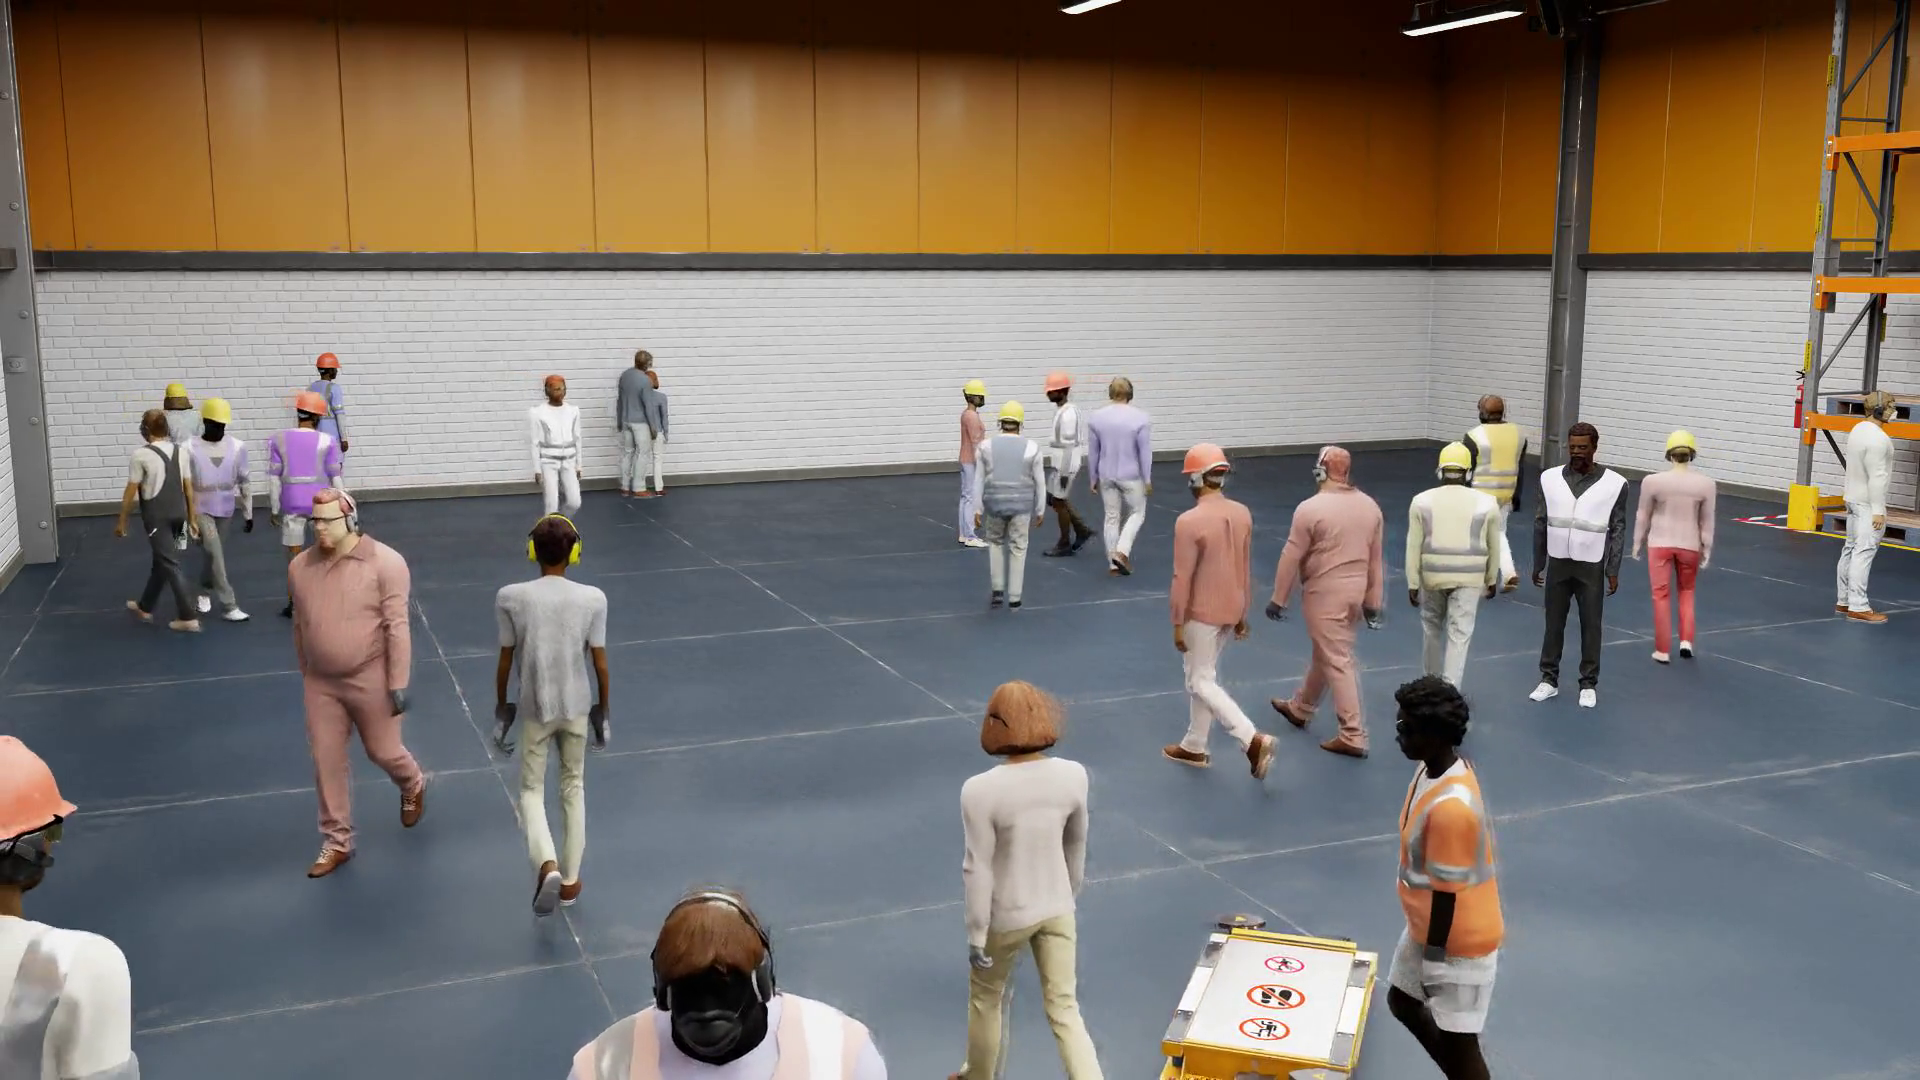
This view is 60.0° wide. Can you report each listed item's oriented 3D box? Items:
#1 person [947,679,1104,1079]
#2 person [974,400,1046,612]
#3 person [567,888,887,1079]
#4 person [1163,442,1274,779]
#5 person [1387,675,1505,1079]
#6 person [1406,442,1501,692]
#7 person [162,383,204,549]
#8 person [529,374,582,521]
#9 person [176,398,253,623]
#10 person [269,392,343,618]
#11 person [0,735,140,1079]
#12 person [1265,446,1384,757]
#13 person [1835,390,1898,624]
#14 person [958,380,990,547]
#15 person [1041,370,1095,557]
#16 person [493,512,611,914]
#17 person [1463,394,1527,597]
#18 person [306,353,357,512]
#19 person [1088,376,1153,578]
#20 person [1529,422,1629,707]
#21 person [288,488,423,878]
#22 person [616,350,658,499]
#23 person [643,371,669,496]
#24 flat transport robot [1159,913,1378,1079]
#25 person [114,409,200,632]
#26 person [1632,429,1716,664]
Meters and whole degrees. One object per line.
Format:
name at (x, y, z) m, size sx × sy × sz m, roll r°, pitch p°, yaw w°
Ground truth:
person at (0.248, 1.262, 5.569) m, size 0.501 × 1.588 × 0.853 m, roll -5°, pitch 11°, yaw -27°
person at (0.440, -0.299, 14.339) m, size 0.616 × 1.810 × 0.548 m, roll 1°, pitch 9°, yaw 7°
person at (-0.442, 1.533, 3.194) m, size 0.651 × 1.826 × 0.511 m, roll -1°, pitch 9°, yaw -8°
person at (1.497, 0.423, 9.571) m, size 0.626 × 1.956 × 0.828 m, roll -8°, pitch 12°, yaw -41°
person at (1.572, 1.252, 5.350) m, size 0.418 × 1.668 × 0.560 m, roll 2°, pitch 10°, yaw 10°
person at (3.303, 0.239, 11.136) m, size 0.590 × 1.786 × 0.911 m, roll 4°, pitch 10°, yaw 21°
person at (-8.160, -0.775, 17.440) m, size 0.299 × 1.742 × 0.493 m, roll 7°, pitch 12°, yaw 37°
person at (-4.102, -0.751, 16.895) m, size 0.573 × 1.871 × 0.452 m, roll -7°, pitch 12°, yaw -38°
person at (-6.287, -0.266, 13.999) m, size 0.592 × 1.877 × 0.988 m, roll -9°, pitch 13°, yaw -44°
person at (-5.428, -0.279, 13.937) m, size 0.749 × 1.909 × 0.482 m, roll -1°, pitch 9°, yaw -7°
person at (-1.951, 1.410, 3.351) m, size 0.619 × 2.026 × 0.758 m, roll 2°, pitch 10°, yaw 13°
person at (2.207, 0.351, 10.288) m, size 0.644 × 1.854 × 0.990 m, roll -7°, pitch 11°, yaw -35°
person at (7.562, -0.281, 13.851) m, size 0.359 × 1.938 × 0.635 m, roll 2°, pitch 10°, yaw 12°
person at (0.146, -0.806, 17.570) m, size 0.311 × 1.765 × 0.530 m, roll -2°, pitch 10°, yaw -11°
person at (1.053, -0.760, 16.823) m, size 0.509 × 1.913 × 0.581 m, roll -1°, pitch 9°, yaw -5°
person at (-1.851, 0.802, 7.562) m, size 0.535 × 1.851 × 0.585 m, roll -3°, pitch 10°, yaw -15°
person at (4.715, -0.383, 14.791) m, size 0.649 × 1.830 × 0.490 m, roll -3°, pitch 10°, yaw -17°
person at (-7.461, -1.249, 19.724) m, size 0.552 × 1.935 × 0.365 m, roll 5°, pitch 11°, yaw 27°
person at (1.517, -0.586, 15.724) m, size 0.649 × 1.929 × 0.442 m, roll 5°, pitch 10°, yaw 26°
person at (4.173, 0.159, 11.249) m, size 0.590 × 1.919 × 0.392 m, roll 6°, pitch 11°, yaw 32°
person at (-3.005, 0.661, 8.309) m, size 0.640 × 1.889 × 0.774 m, roll 1°, pitch 9°, yaw 7°
person at (-4.154, -1.464, 21.201) m, size 0.767 × 1.906 × 0.345 m, roll 9°, pitch 13°, yaw 43°
person at (-3.998, -1.373, 21.428) m, size 0.498 × 1.627 × 0.275 m, roll 1°, pitch 9°, yaw 7°
flat transport robot at (1.203, 1.792, 6.331) m, size 0.652 × 0.197 × 1.431 m, roll 3°, pitch 10°, yaw 18°
person at (-6.566, -0.161, 13.547) m, size 0.921 × 1.796 × 0.517 m, roll 3°, pitch 10°, yaw 20°
person at (5.307, 0.052, 12.397) m, size 0.532 × 1.753 × 0.406 m, roll 2°, pitch 10°, yaw 11°
